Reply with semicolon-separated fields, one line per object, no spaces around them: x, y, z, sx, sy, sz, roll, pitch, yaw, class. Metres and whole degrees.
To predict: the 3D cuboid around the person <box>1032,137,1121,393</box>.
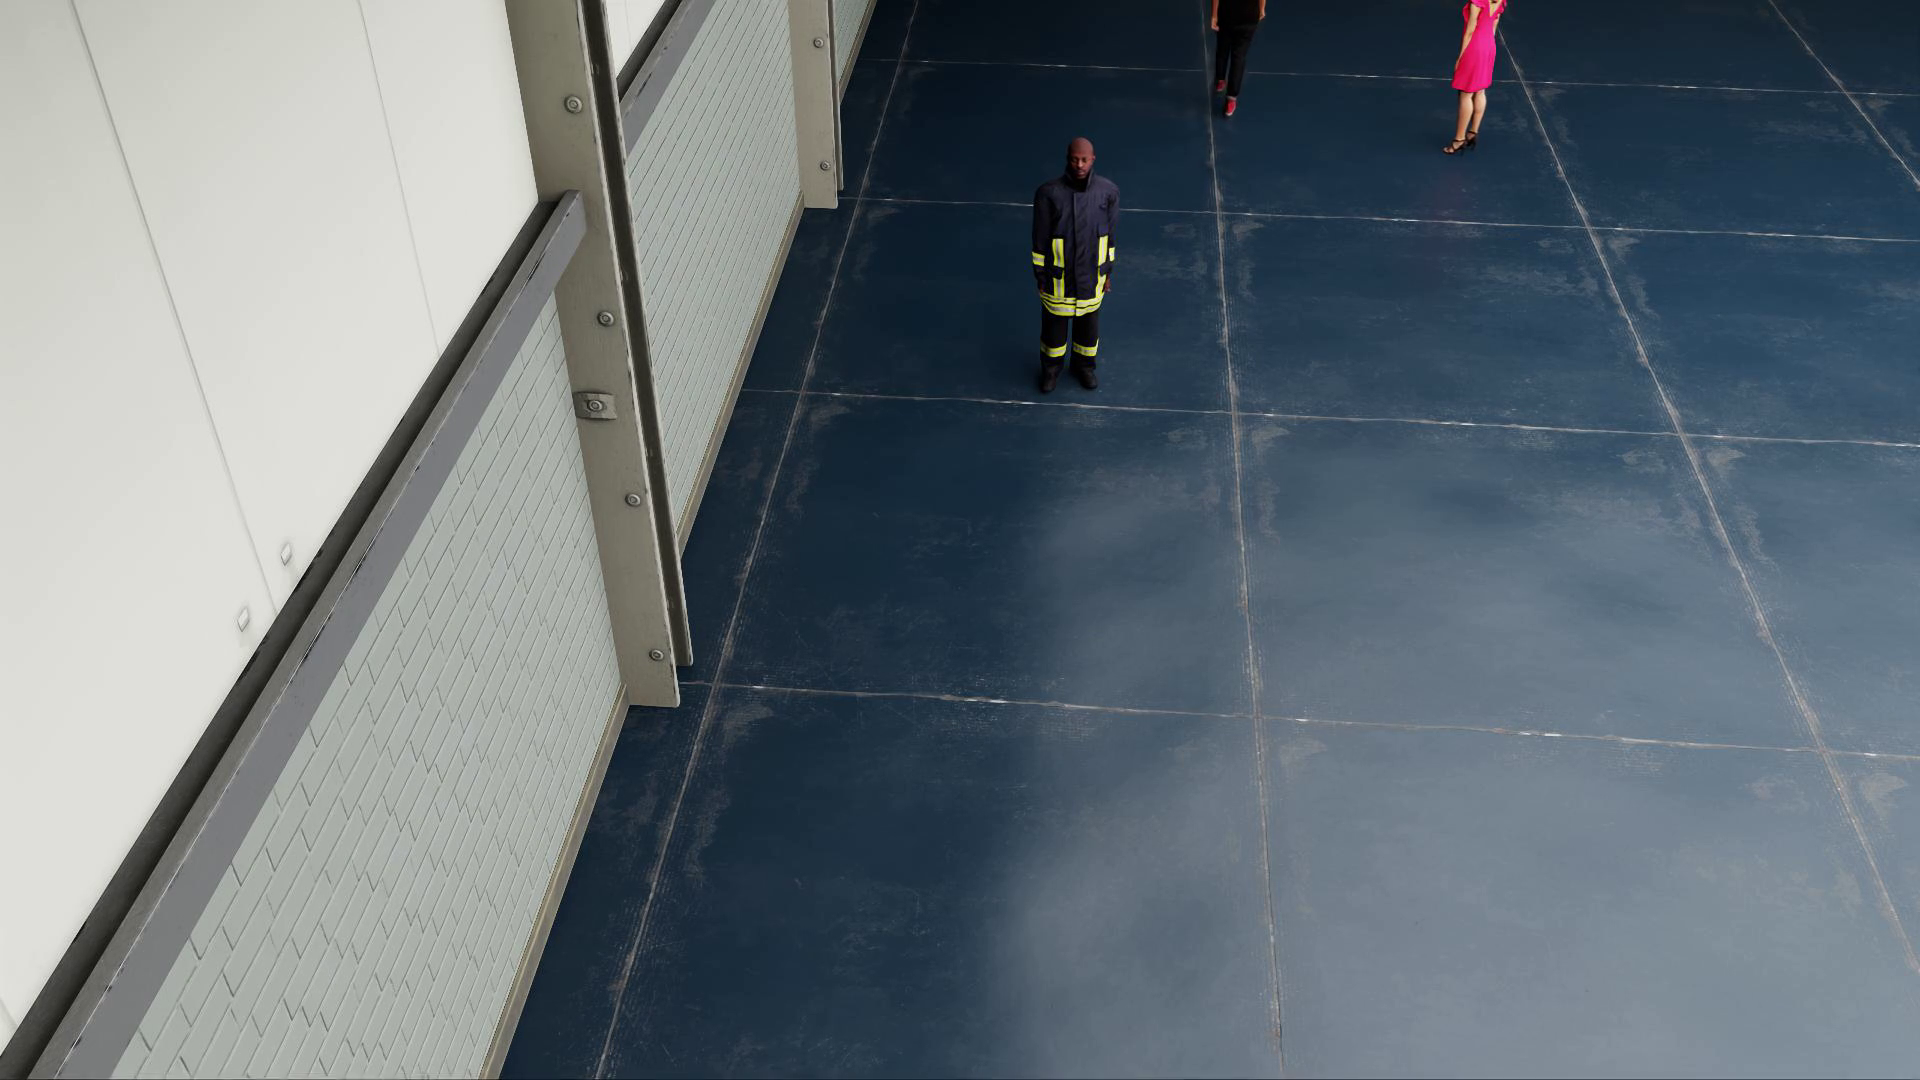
0.766;-1.866;11.221;0.792;1.823;0.732;-4;38;-5;person

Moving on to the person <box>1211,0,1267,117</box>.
2.478;-4.658;14.868;0.734;1.726;1.068;9;39;11;person

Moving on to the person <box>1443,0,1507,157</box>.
4.428;-4.146;14.213;0.664;1.726;0.724;-27;46;-30;person
